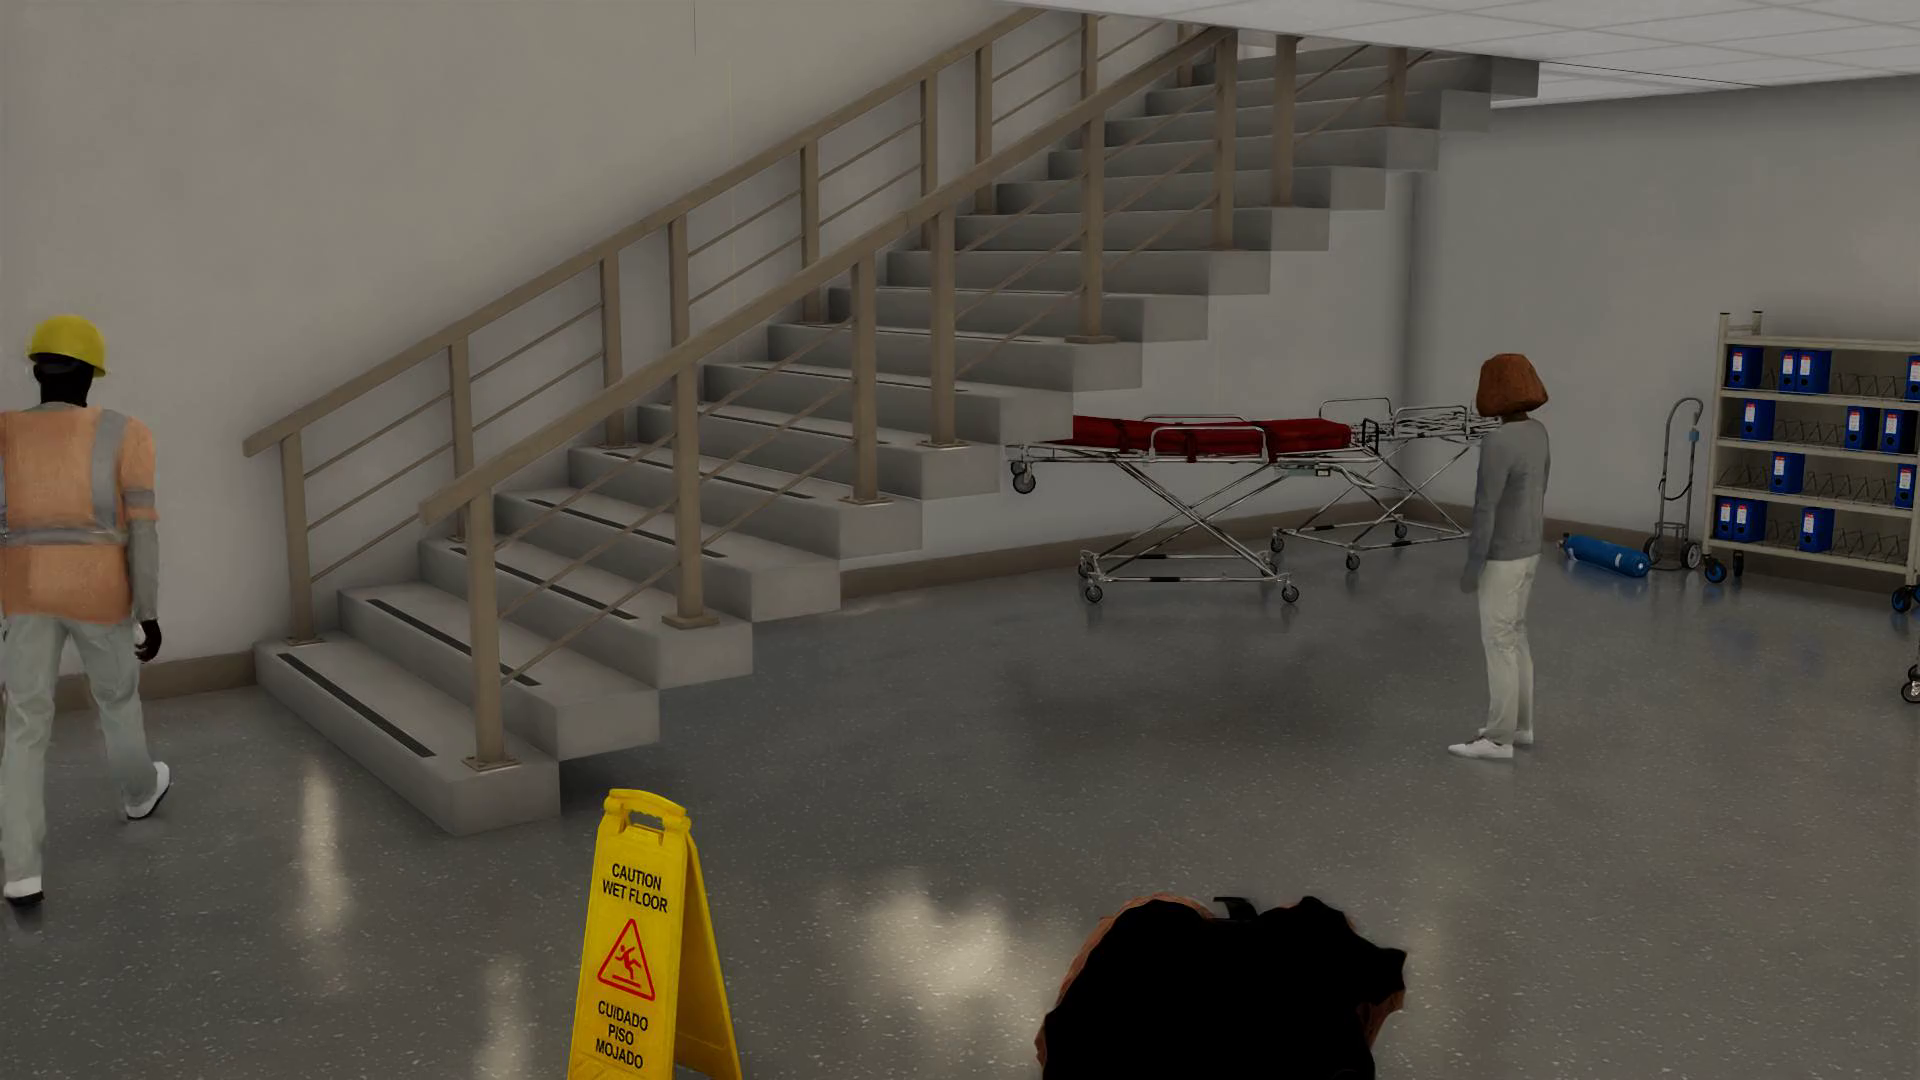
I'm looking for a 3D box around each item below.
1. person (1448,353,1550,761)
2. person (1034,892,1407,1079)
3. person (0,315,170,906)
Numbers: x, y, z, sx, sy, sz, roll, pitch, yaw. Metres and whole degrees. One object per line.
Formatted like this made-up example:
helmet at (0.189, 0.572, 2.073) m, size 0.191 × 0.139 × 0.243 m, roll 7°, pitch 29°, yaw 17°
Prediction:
person at (2.160, 0.074, 6.610) m, size 0.285 × 1.625 × 0.511 m, roll 8°, pitch 13°, yaw 39°
person at (0.147, 1.020, 1.119) m, size 0.310 × 1.642 × 0.514 m, roll 3°, pitch 10°, yaw 19°
person at (-2.939, 0.185, 5.465) m, size 0.599 × 1.814 × 1.153 m, roll -3°, pitch 10°, yaw -14°
